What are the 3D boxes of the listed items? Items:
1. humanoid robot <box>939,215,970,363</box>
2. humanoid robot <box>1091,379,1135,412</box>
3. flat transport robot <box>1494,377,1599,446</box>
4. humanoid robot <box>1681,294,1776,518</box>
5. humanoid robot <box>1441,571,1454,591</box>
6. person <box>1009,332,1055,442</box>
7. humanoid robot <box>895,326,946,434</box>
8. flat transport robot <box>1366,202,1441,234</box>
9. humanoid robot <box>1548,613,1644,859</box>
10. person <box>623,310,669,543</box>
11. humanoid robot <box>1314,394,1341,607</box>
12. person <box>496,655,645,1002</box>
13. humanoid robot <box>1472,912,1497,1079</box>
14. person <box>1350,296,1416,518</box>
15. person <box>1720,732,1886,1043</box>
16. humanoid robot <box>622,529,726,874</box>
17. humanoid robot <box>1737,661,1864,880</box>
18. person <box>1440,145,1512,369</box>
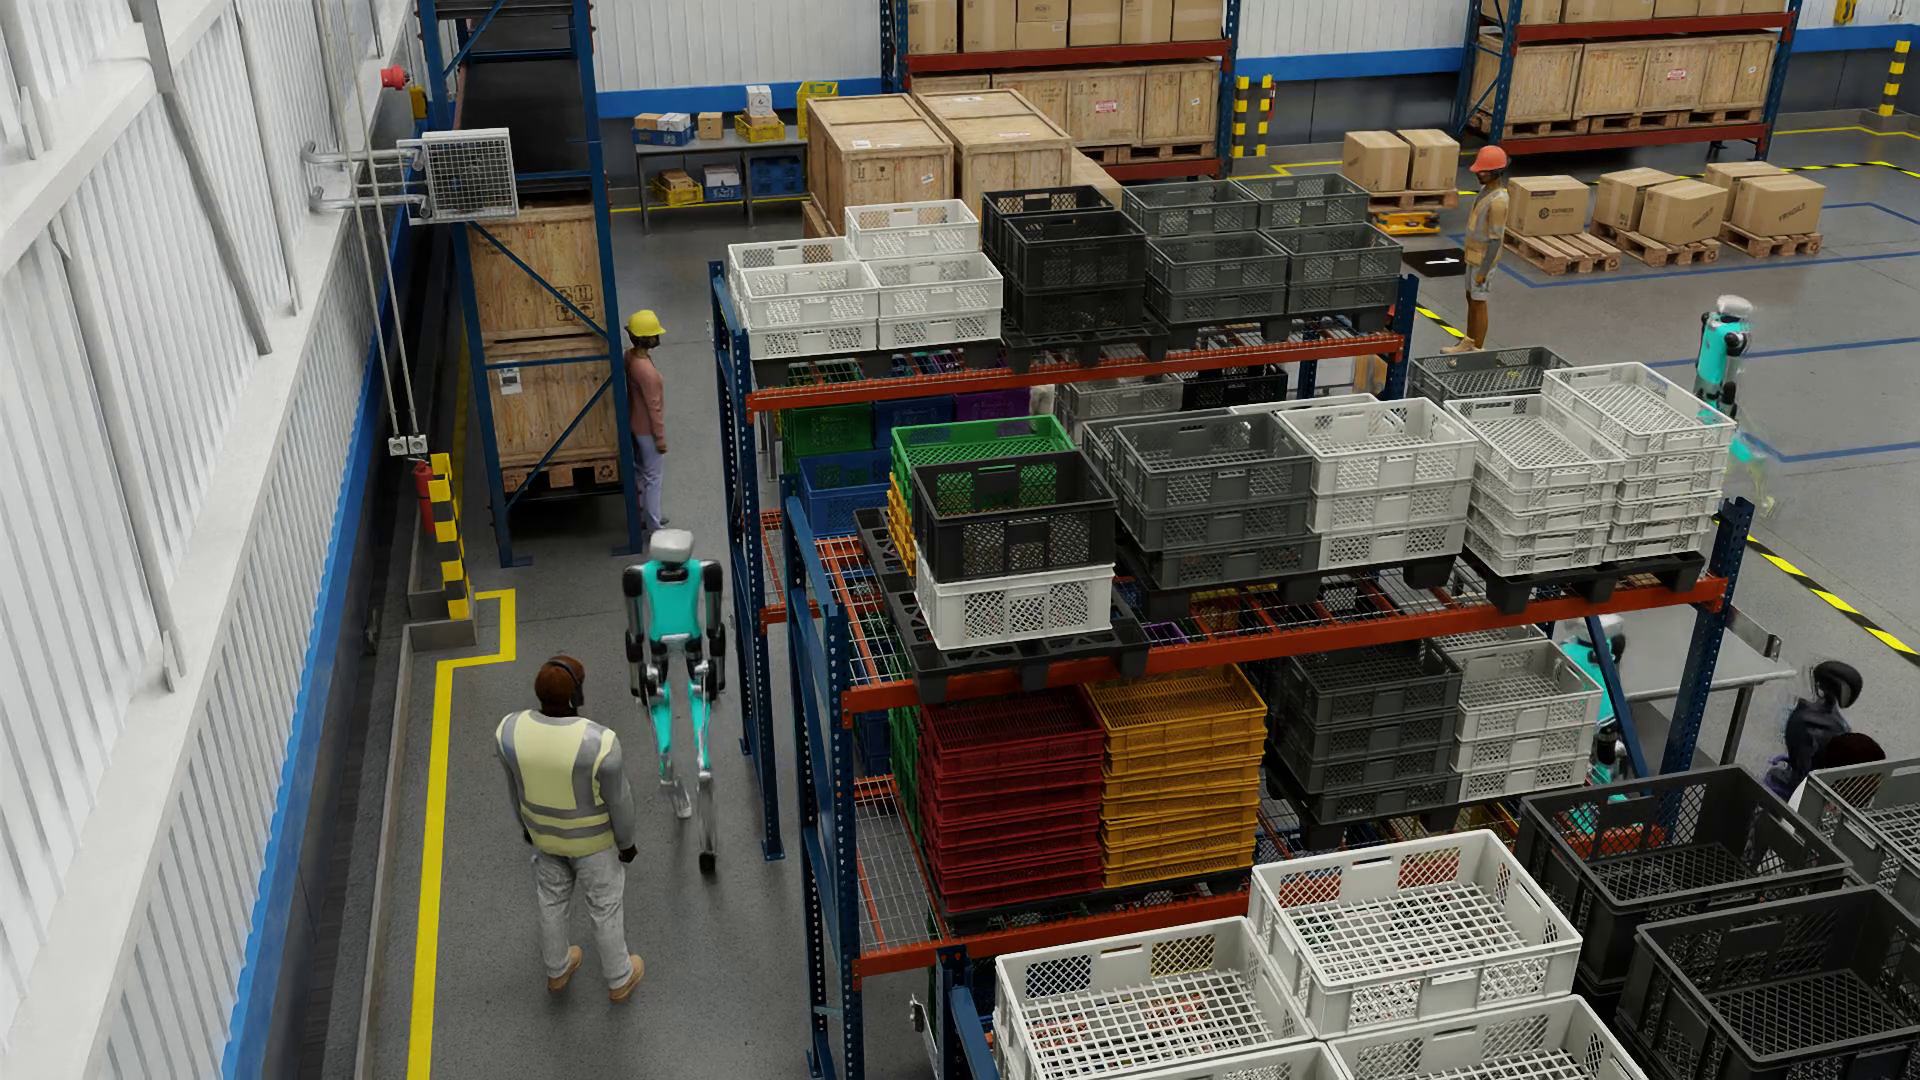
[{"bbox_3d":[-0.060,-2.041,14.418,0.372,1.642,0.611,-13,31,-24],"label":"humanoid robot"},{"bbox_3d":[1.183,-0.285,11.077,0.903,1.838,0.542,-21,34,-35],"label":"humanoid robot"},{"bbox_3d":[4.780,-1.036,14.013,0.659,0.231,1.431,-6,28,-12],"label":"flat transport robot"},{"bbox_3d":[5.808,-0.930,12.306,0.857,1.842,0.547,-1,28,-2],"label":"humanoid robot"},{"bbox_3d":[3.547,-0.287,11.100,0.845,1.846,0.560,19,33,31],"label":"humanoid robot"},{"bbox_3d":[0.444,-0.628,11.563,0.503,1.839,0.337,19,33,32],"label":"person"},{"bbox_3d":[-0.385,-0.945,12.283,0.735,1.798,0.532,1,28,1],"label":"humanoid robot"},{"bbox_3d":[5.006,-3.860,19.340,0.652,0.197,1.431,-4,28,-8],"label":"flat transport robot"},{"bbox_3d":[3.196,1.253,8.139,0.539,1.804,0.832,-19,33,-31],"label":"humanoid robot"},{"bbox_3d":[-2.236,-0.818,12.001,0.335,1.762,0.522,-14,31,-25],"label":"person"},{"bbox_3d":[2.332,-0.180,10.883,0.614,1.638,0.590,-7,29,-13],"label":"humanoid robot"},{"bbox_3d":[-1.801,1.356,7.803,0.621,1.833,0.430,8,29,14],"label":"person"},{"bbox_3d":[1.899,2.108,6.588,0.756,1.637,0.596,-7,29,-13],"label":"humanoid robot"},{"bbox_3d":[2.989,-0.878,11.934,0.371,1.928,0.542,-2,28,-4],"label":"person"},{"bbox_3d":[3.594,1.627,7.192,0.371,1.916,0.596,14,31,25],"label":"person"},{"bbox_3d":[-1.460,0.908,8.765,0.556,1.771,0.963,-5,28,-10],"label":"humanoid robot"},{"bbox_3d":[4.061,1.293,8.125,0.771,1.624,0.600,17,32,29],"label":"humanoid robot"},{"bbox_3d":[4.663,-2.536,14.960,0.374,2.041,0.606,2,28,3],"label":"person"}]
